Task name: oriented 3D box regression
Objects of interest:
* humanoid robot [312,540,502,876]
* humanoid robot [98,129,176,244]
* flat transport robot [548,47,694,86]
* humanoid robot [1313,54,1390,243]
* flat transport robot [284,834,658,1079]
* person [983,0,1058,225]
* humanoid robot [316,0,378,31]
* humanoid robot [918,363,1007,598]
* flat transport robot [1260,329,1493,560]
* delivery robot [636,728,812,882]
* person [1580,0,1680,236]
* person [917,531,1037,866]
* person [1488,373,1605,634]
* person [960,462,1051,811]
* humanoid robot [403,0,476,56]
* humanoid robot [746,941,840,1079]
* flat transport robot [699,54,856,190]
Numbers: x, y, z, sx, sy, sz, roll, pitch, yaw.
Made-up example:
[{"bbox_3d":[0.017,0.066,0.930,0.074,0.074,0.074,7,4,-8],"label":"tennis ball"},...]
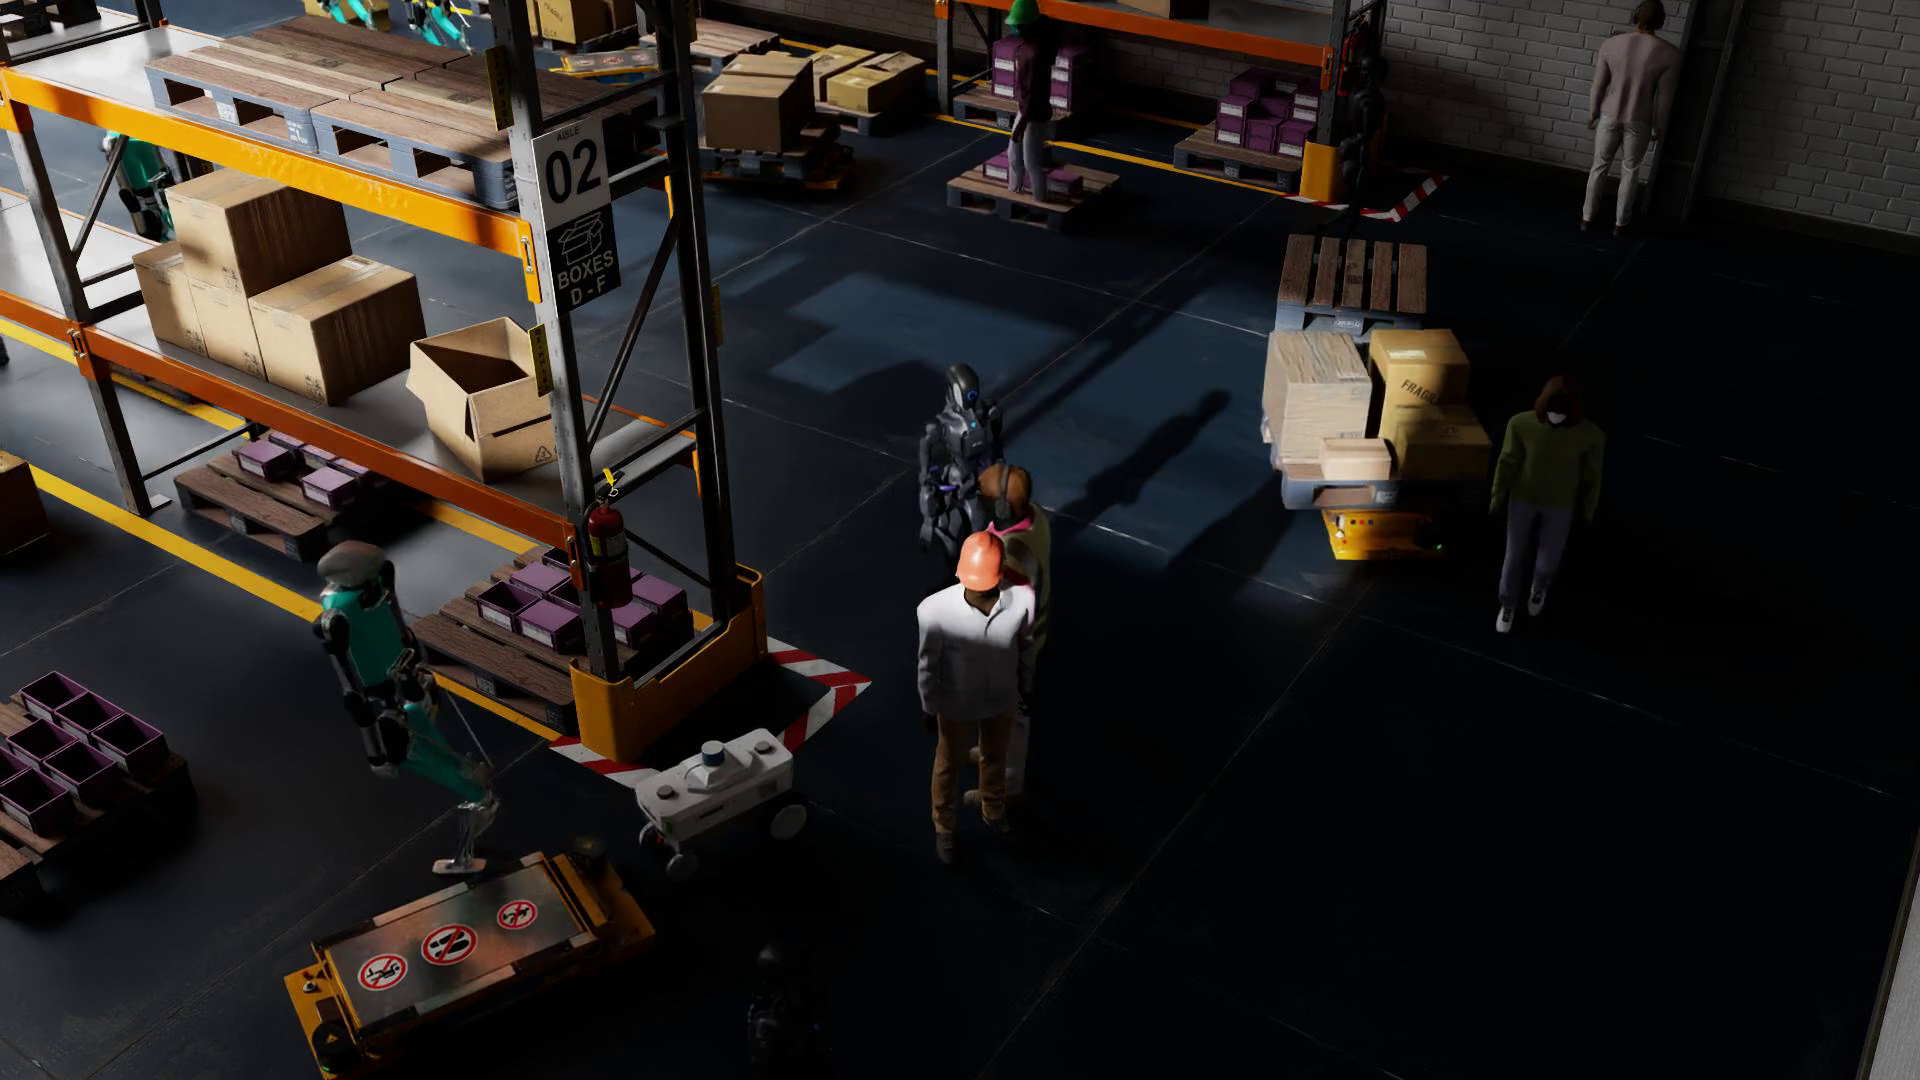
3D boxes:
[{"bbox_3d":[-2.276,0.837,7.278,0.763,1.826,0.547,5,33,8],"label":"humanoid robot"},{"bbox_3d":[-5.639,-2.317,12.130,1.031,1.760,0.540,6,33,8],"label":"humanoid robot"},{"bbox_3d":[-3.567,-4.936,17.459,1.431,0.231,0.659,-10,34,-16],"label":"flat transport robot"},{"bbox_3d":[3.117,-3.044,13.254,0.456,1.642,0.589,5,33,8],"label":"humanoid robot"},{"bbox_3d":[-2.097,1.775,7.145,1.431,0.231,0.659,-20,38,-27],"label":"flat transport robot"},{"bbox_3d":[0.467,-3.512,13.755,0.676,1.929,0.521,-4,33,-7],"label":"person"},{"bbox_3d":[-6.337,-5.596,17.141,0.540,1.777,0.891,-24,40,-32],"label":"humanoid robot"},{"bbox_3d":[0.022,-0.212,8.907,0.598,1.654,0.338,-22,39,-30],"label":"humanoid robot"},{"bbox_3d":[2.543,-0.334,10.387,0.659,0.231,1.431,0,33,0],"label":"flat transport robot"},{"bbox_3d":[-1.108,1.193,7.791,0.788,0.610,0.499,-23,39,-31],"label":"delivery robot"},{"bbox_3d":[5.467,-3.463,13.666,0.627,1.939,0.375,17,37,24],"label":"person"},{"bbox_3d":[0.090,0.698,7.440,0.561,1.748,0.337,-11,35,-17],"label":"person"},{"bbox_3d":[3.121,-0.185,8.916,0.547,1.612,0.378,14,35,20],"label":"person"},{"bbox_3d":[0.200,0.447,7.746,0.429,1.839,0.632,4,33,6],"label":"person"},{"bbox_3d":[-5.163,-5.214,16.563,0.890,1.776,0.554,21,38,29],"label":"humanoid robot"},{"bbox_3d":[-0.559,1.965,5.559,0.368,1.646,0.602,11,35,17],"label":"humanoid robot"},{"bbox_3d":[-1.721,-3.433,15.150,1.431,0.231,0.659,7,34,10],"label":"flat transport robot"}]
